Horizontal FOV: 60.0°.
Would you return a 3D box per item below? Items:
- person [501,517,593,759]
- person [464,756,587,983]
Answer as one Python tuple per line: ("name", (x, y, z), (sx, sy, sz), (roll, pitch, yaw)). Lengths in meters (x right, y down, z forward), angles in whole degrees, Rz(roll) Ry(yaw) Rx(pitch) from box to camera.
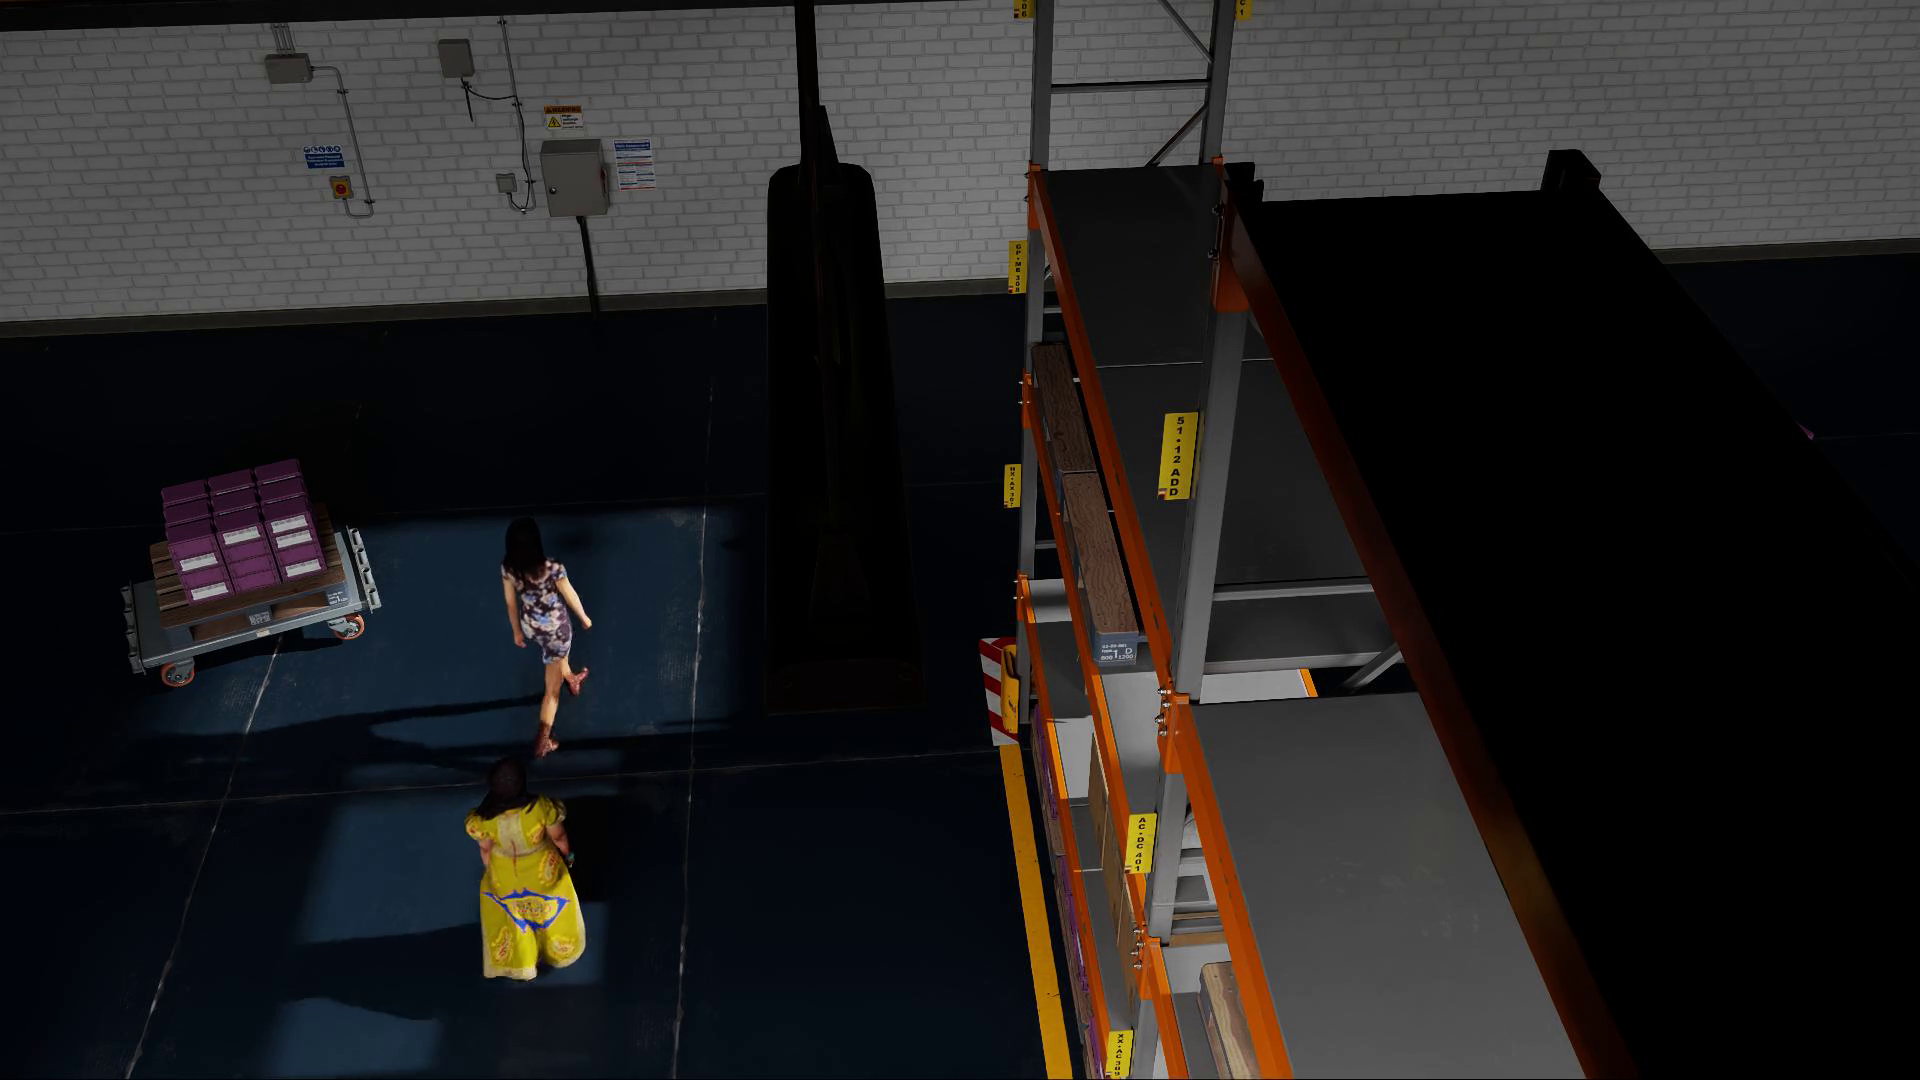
("person", (-2.682, 0.637, 10.698), (0.883, 1.691, 1.206), (10, 40, 13))
("person", (-2.392, 1.876, 9.180), (0.823, 1.648, 0.946), (-7, 39, -9))
